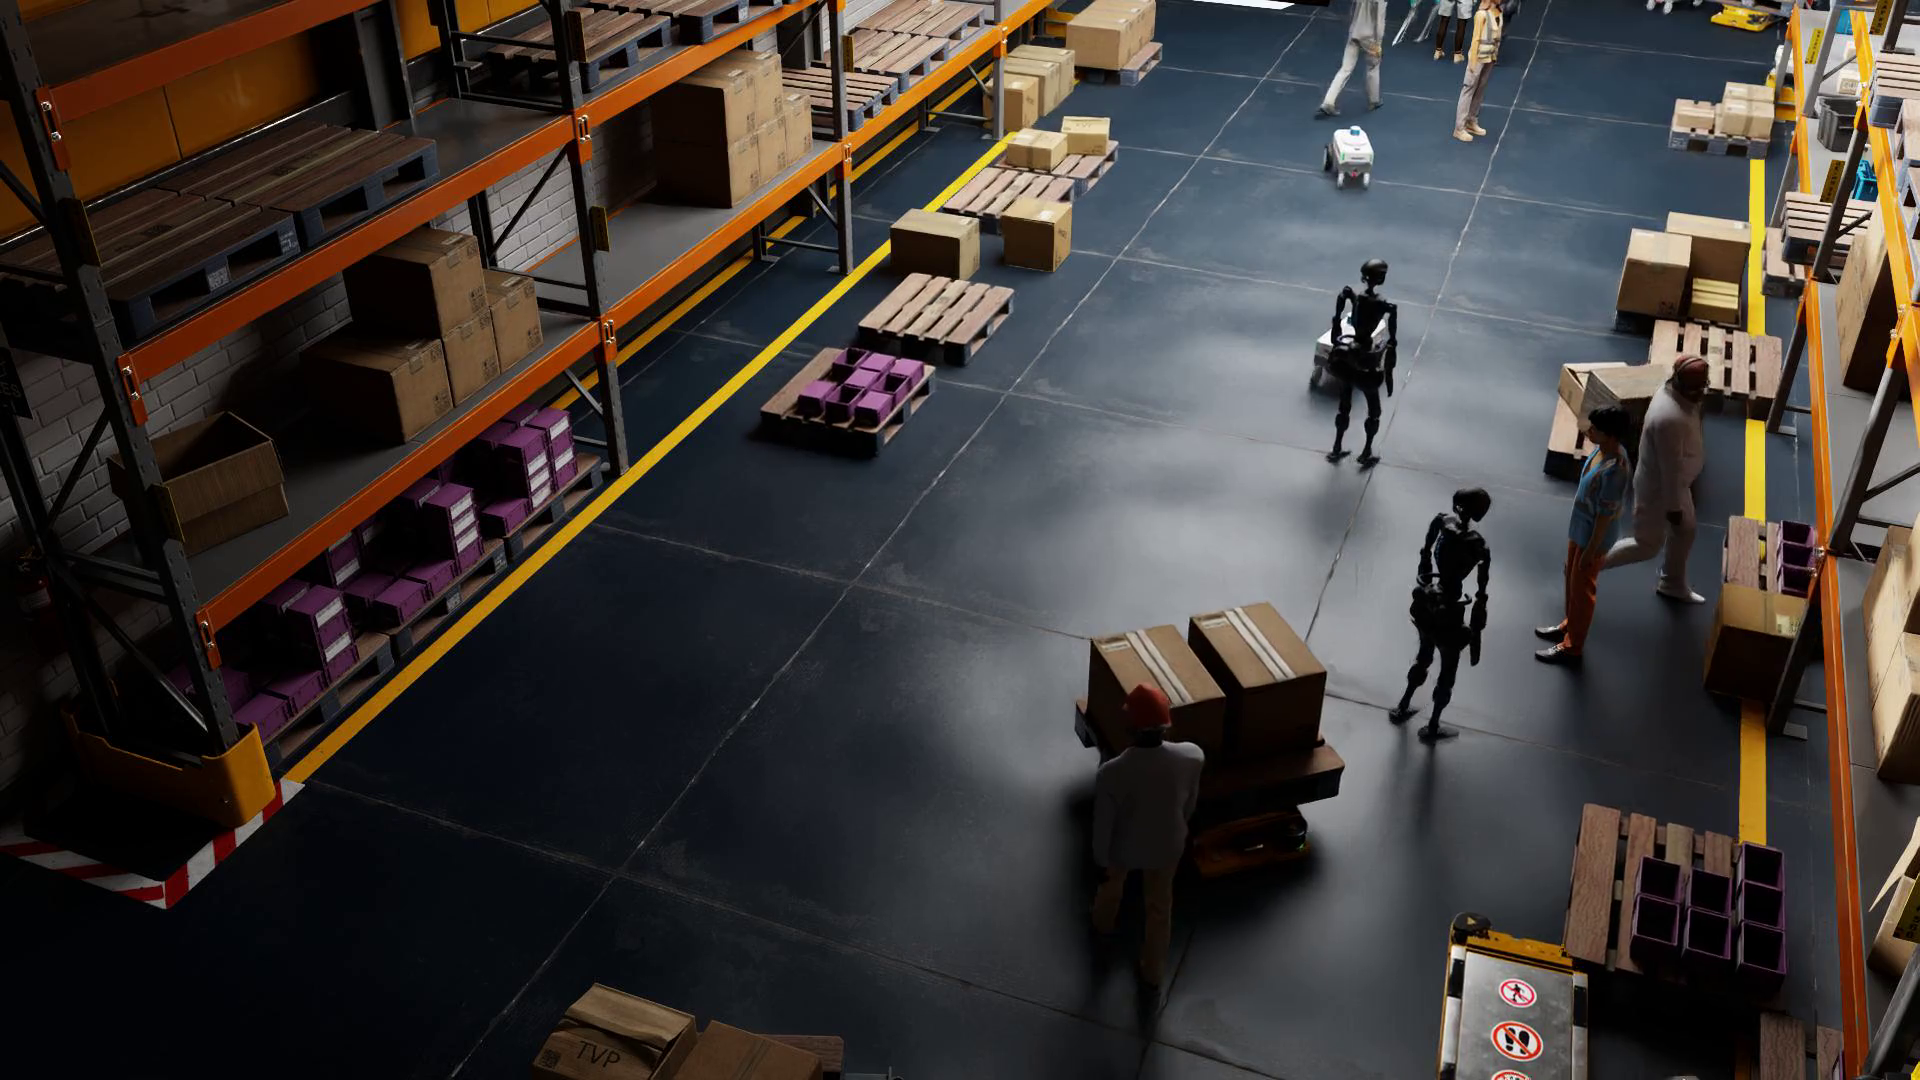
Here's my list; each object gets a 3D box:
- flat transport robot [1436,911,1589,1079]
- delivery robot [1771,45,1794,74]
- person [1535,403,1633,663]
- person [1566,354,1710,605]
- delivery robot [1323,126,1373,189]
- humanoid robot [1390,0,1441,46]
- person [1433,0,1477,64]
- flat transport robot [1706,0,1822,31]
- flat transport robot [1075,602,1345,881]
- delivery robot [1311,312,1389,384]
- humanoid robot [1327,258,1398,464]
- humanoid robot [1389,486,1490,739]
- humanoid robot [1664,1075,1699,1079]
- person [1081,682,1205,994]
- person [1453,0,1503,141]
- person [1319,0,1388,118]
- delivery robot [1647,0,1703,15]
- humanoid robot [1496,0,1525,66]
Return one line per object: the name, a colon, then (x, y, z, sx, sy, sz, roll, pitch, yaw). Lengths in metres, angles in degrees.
flat transport robot: (2.619, 2.387, 7.898, 0.659, 0.231, 1.431, 10, 34, 15)
delivery robot: (10.351, -5.793, 20.312, 0.808, 0.614, 0.499, 16, 36, 23)
person: (3.876, -0.043, 10.289, 0.344, 1.759, 0.498, 5, 33, 8)
person: (4.521, -0.372, 10.705, 0.824, 1.853, 0.638, 17, 37, 24)
delivery robot: (4.164, -4.093, 17.667, 0.499, 0.600, 0.802, 2, 33, 3)
humanoid robot: (6.021, -7.293, 21.556, 0.829, 1.795, 0.563, -21, 38, -29)
person: (6.270, -6.862, 20.897, 0.532, 1.693, 0.320, 23, 39, 31)
flat transport robot: (10.976, -7.272, 22.846, 1.431, 0.231, 0.659, -27, 41, -35)
flat transport robot: (1.385, 1.344, 9.512, 0.659, 0.231, 1.431, -10, 34, -15)
delivery robot: (3.239, -1.608, 13.811, 0.499, 0.589, 0.785, 22, 39, 30)
humanoid robot: (2.970, -1.338, 12.364, 0.370, 1.656, 0.601, -27, 42, -35)
humanoid robot: (2.807, 0.423, 9.650, 0.333, 1.664, 0.610, -13, 35, -19)
humanoid robot: (2.575, 2.763, 6.009, 0.532, 1.835, 0.717, -16, 36, -23)
person: (0.862, 1.380, 8.111, 0.575, 1.720, 0.737, -8, 34, -12)
person: (5.820, -5.341, 18.466, 0.481, 1.776, 0.322, -27, 42, -35)
person: (4.632, -5.797, 19.114, 0.965, 1.849, 0.594, -25, 40, -33)
delivery robot: (9.990, -7.677, 23.201, 0.773, 0.586, 0.499, -20, 38, -28)
humanoid robot: (6.809, -6.773, 20.782, 0.413, 1.629, 0.610, -14, 35, -20)
